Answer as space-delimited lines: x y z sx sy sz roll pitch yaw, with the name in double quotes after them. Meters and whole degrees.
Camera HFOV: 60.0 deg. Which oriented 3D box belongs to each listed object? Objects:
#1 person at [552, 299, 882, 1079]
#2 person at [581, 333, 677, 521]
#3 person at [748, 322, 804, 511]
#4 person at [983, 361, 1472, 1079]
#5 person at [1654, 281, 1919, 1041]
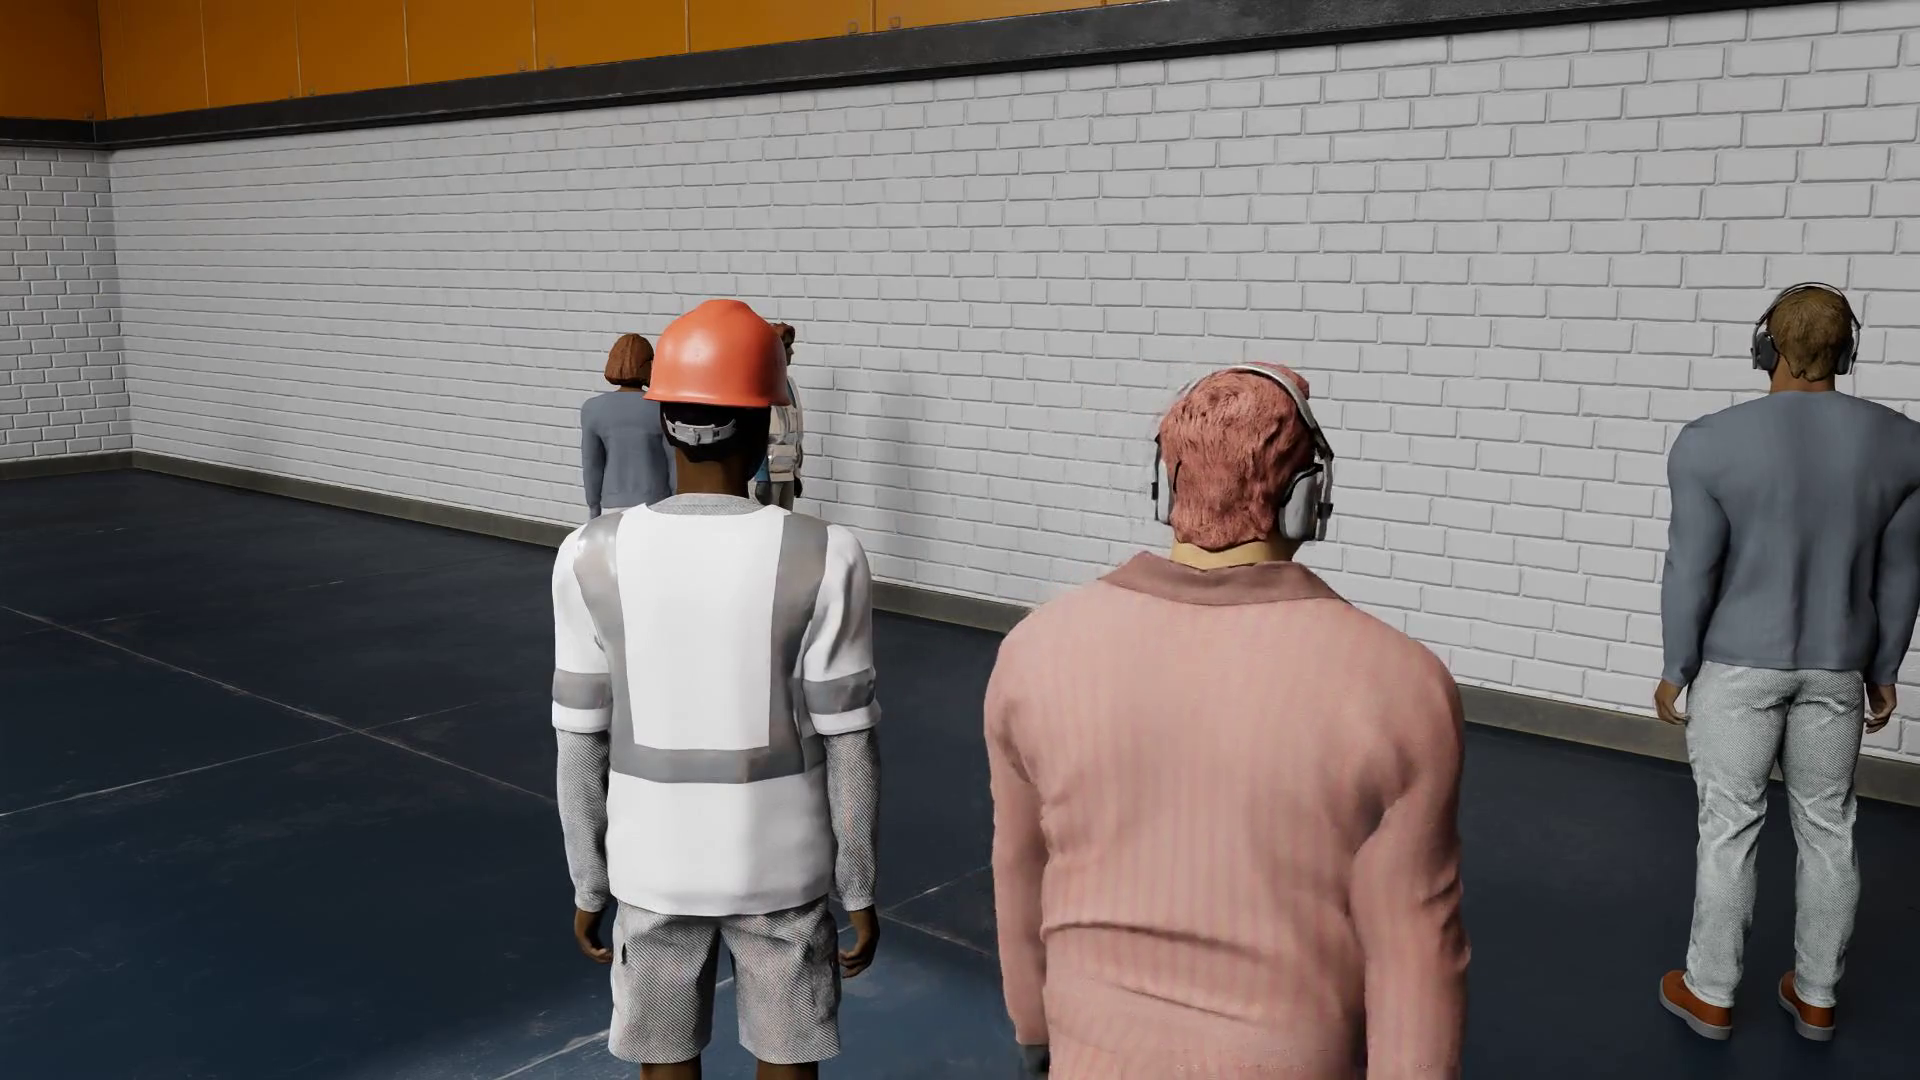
-0.407 0.559 2.893 0.552 1.935 0.374 1 10 3 "person"
-1.488 -0.132 7.686 0.498 1.634 0.279 1 10 7 "person"
-0.977 -0.319 8.742 0.308 1.640 0.511 3 10 14 "person"
0.392 0.688 2.341 0.674 1.863 0.932 5 11 26 "person"
2.080 0.324 4.226 0.632 1.940 0.372 1 10 5 "person"
